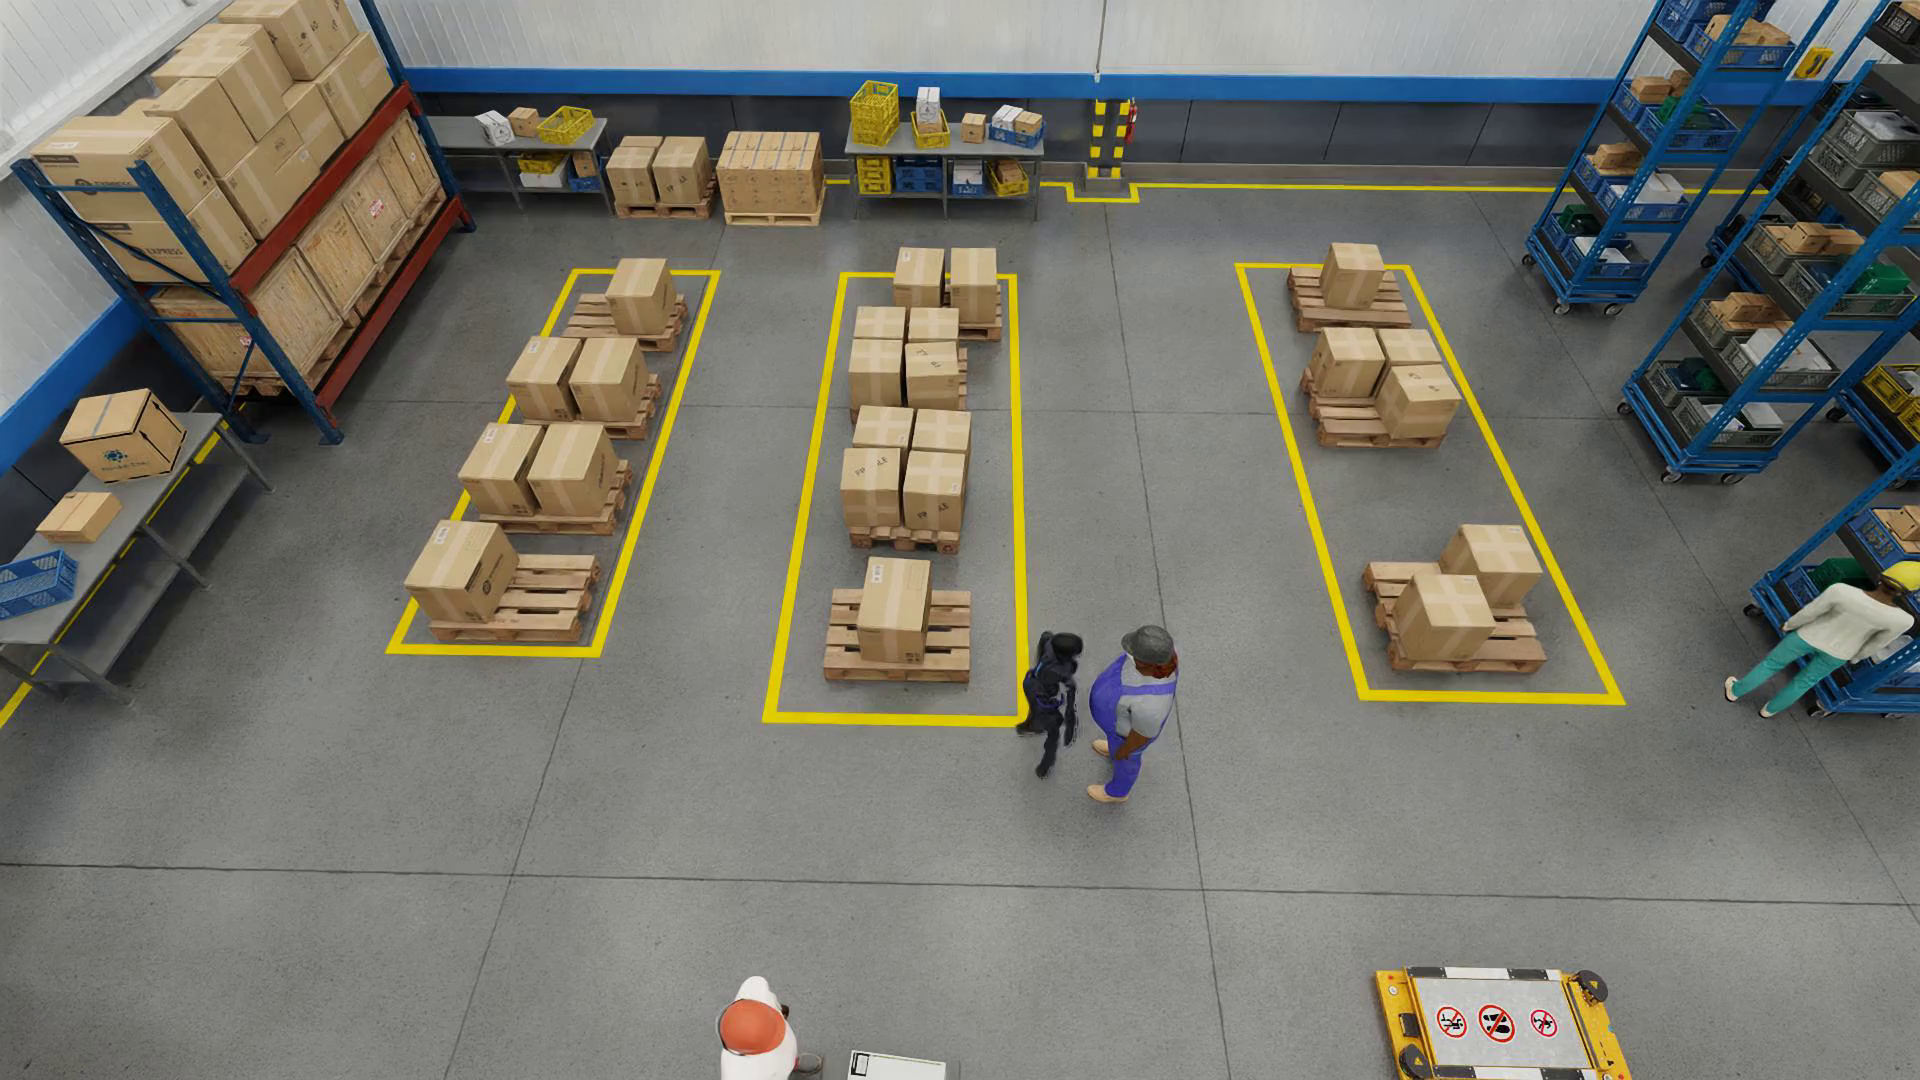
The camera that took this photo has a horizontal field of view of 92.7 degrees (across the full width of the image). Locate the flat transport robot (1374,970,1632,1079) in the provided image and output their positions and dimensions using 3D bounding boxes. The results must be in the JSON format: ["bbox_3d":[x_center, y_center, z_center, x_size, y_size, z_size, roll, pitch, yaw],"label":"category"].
[{"bbox_3d":[3.501,3.133,5.914,1.431,0.197,0.652,1,51,1],"label":"flat transport robot"}]

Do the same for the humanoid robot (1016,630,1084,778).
[{"bbox_3d":[0.671,1.122,6.668,0.383,1.638,0.649,-17,53,-14],"label":"humanoid robot"}]

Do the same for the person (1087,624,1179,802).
[{"bbox_3d":[1.155,1.197,6.368,0.539,2.000,0.683,11,52,8],"label":"person"}]

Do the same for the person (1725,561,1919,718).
[{"bbox_3d":[6.507,0.757,6.907,0.523,1.760,0.325,36,59,26],"label":"person"}]

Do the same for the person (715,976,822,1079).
[{"bbox_3d":[-1.032,2.859,5.042,0.395,1.991,0.621,0,51,0],"label":"person"}]
